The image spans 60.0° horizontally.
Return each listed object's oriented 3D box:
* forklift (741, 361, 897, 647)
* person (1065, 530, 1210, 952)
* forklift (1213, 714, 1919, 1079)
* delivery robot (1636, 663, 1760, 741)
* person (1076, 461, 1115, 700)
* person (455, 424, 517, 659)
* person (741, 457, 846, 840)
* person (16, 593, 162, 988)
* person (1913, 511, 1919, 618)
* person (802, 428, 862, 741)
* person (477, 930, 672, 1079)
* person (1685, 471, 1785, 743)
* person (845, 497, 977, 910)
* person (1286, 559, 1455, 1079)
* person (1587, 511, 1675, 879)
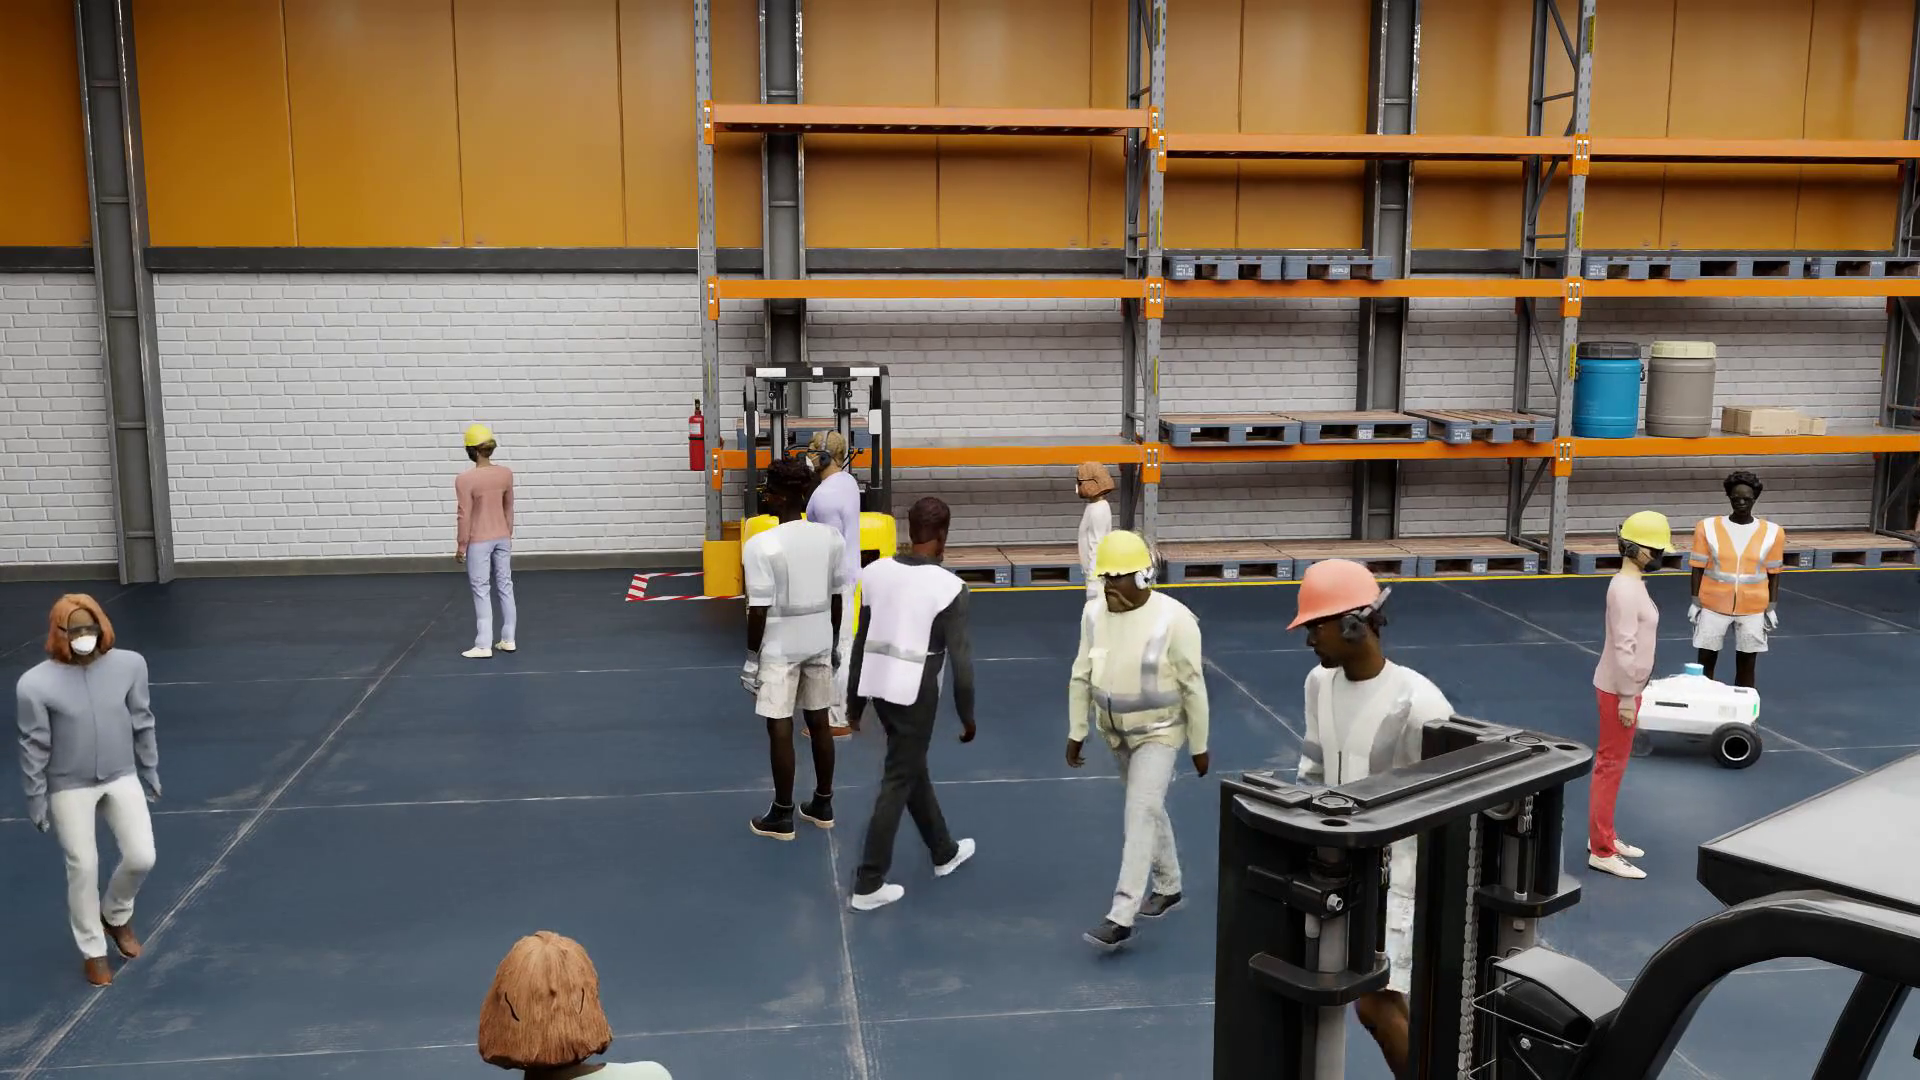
[{"bbox_3d":[-1.154,-0.340,13.365,1.214,2.155,2.313,-1,9,-7],"label":"forklift"},{"bbox_3d":[0.711,0.849,7.203,0.889,1.783,0.600,-8,12,-43],"label":"person"},{"bbox_3d":[1.441,1.425,2.350,1.214,2.155,2.313,-7,12,-39],"label":"forklift"},{"bbox_3d":[4.367,0.982,9.926,0.707,0.478,0.477,3,10,20],"label":"delivery robot"},{"bbox_3d":[0.916,0.274,11.311,0.280,1.624,0.493,0,9,2],"label":"person"},{"bbox_3d":[-3.571,0.010,12.512,0.306,1.770,0.525,6,11,33],"label":"person"},{"bbox_3d":[-0.857,0.549,8.525,0.612,1.965,0.361,-8,12,-42],"label":"person"},{"bbox_3d":[-3.499,1.009,6.731,0.519,1.617,0.346,-9,13,-43],"label":"person"},{"bbox_3d":[7.875,-0.048,13.319,0.657,1.632,0.383,-2,9,-12],"label":"person"},{"bbox_3d":[-0.796,0.277,10.315,0.370,1.940,0.630,1,9,7],"label":"person"},{"bbox_3d":[-0.776,1.560,3.251,0.507,1.632,0.268,-6,11,-34],"label":"person"},{"bbox_3d":[4.732,0.417,10.183,0.529,1.697,0.321,3,10,20],"label":"person"},{"bbox_3d":[-0.179,0.732,7.698,0.608,1.857,0.934,8,12,42],"label":"person"},{"bbox_3d":[1.331,1.048,5.310,0.613,1.994,0.624,-3,10,-21],"label":"person"},{"bbox_3d":[3.234,0.732,8.037,0.328,1.760,0.524,4,10,23],"label":"person"}]
